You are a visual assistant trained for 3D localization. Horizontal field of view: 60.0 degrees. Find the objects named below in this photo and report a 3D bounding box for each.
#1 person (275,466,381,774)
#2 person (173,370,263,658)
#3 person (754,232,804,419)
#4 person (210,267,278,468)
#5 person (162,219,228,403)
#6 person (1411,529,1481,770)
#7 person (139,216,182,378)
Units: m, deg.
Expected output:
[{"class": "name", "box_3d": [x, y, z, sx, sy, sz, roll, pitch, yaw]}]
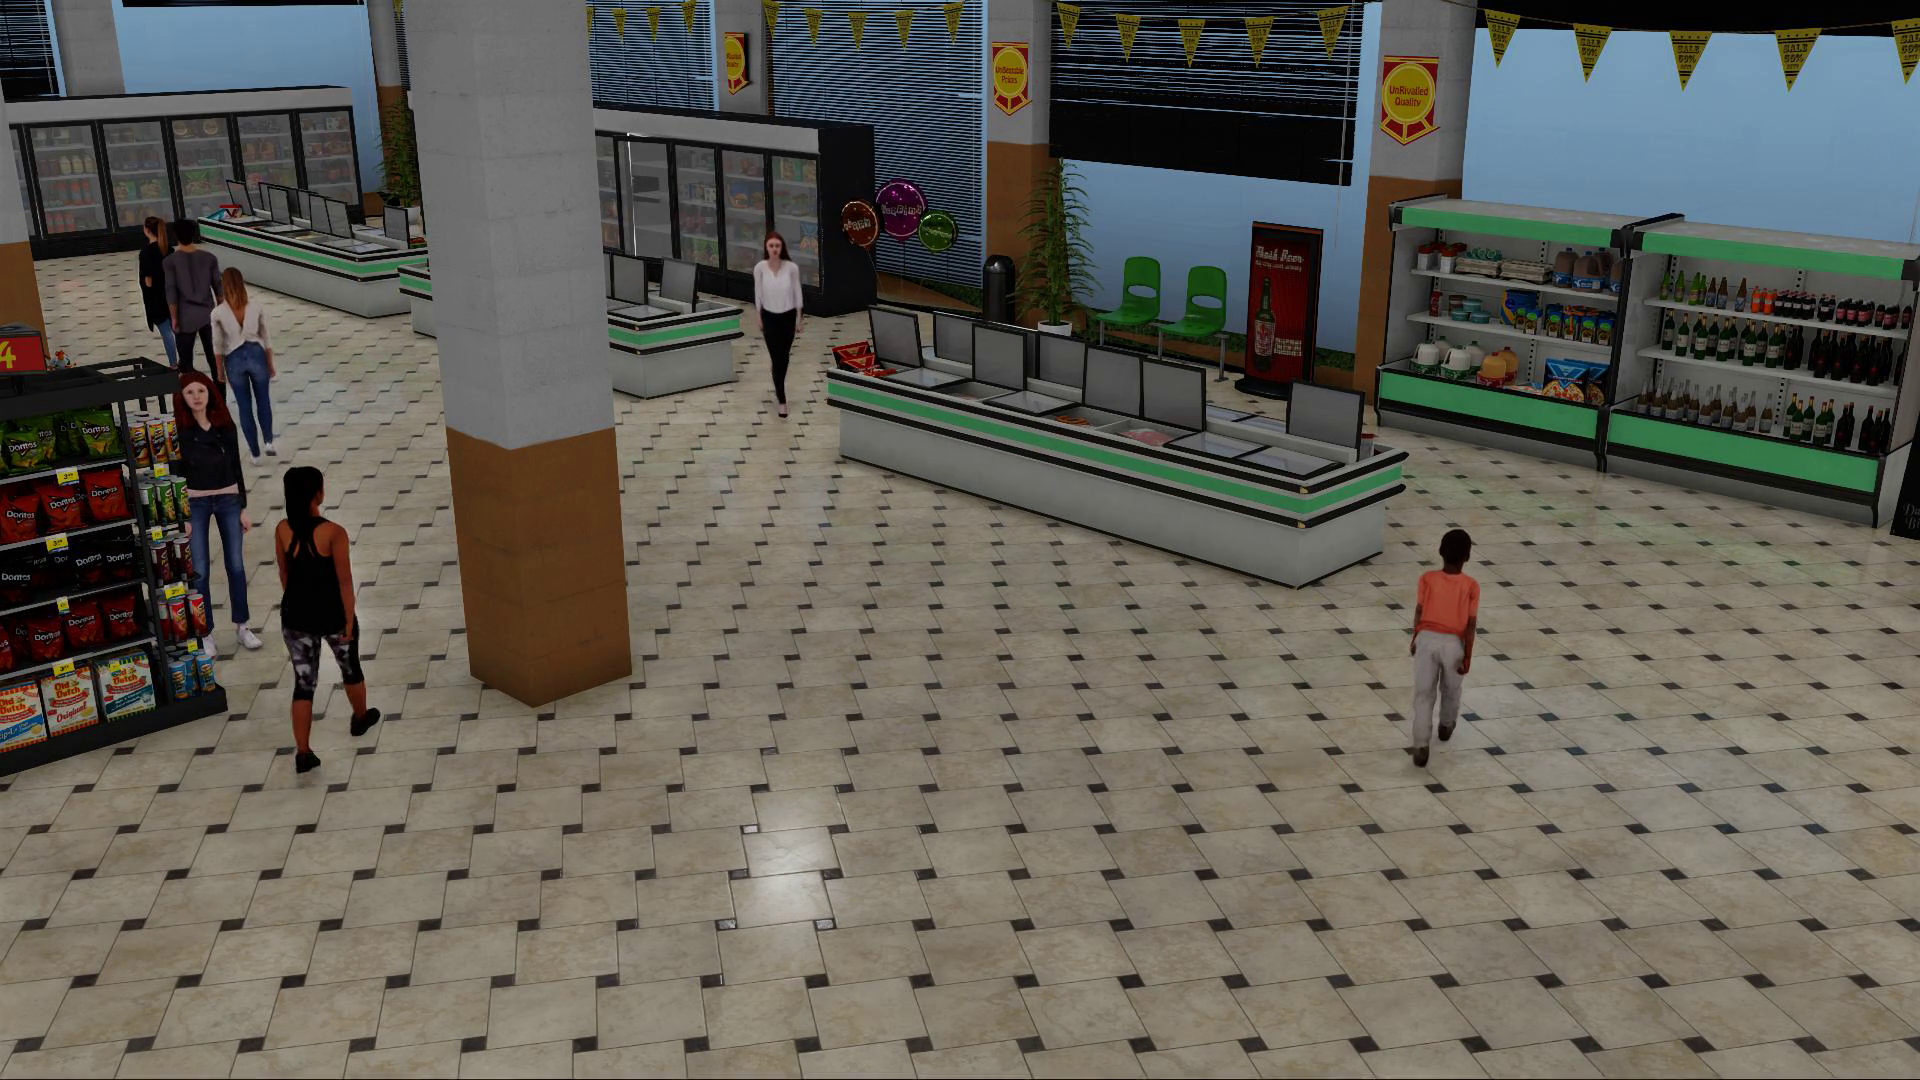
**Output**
[{"class": "person", "box_3d": [-3.407, 0.432, 8.710, 1.052, 1.629, 1.094, 1, 19, 3]}, {"class": "person", "box_3d": [-4.602, -0.167, 10.242, 0.613, 1.786, 0.593, -12, 22, -32]}, {"class": "person", "box_3d": [-1.746, -2.079, 16.034, 1.058, 1.710, 1.241, -3, 19, -9]}, {"class": "person", "box_3d": [-6.061, -1.454, 14.170, 0.688, 1.716, 0.697, -11, 21, -29]}, {"class": "person", "box_3d": [-7.316, -2.123, 15.994, 0.790, 1.818, 1.061, -14, 23, -35]}, {"class": "person", "box_3d": [2.524, 0.594, 8.775, 0.896, 1.281, 0.795, 6, 20, 18]}, {"class": "person", "box_3d": [-8.360, -2.560, 17.500, 0.693, 1.683, 0.707, 7, 20, 21]}]
